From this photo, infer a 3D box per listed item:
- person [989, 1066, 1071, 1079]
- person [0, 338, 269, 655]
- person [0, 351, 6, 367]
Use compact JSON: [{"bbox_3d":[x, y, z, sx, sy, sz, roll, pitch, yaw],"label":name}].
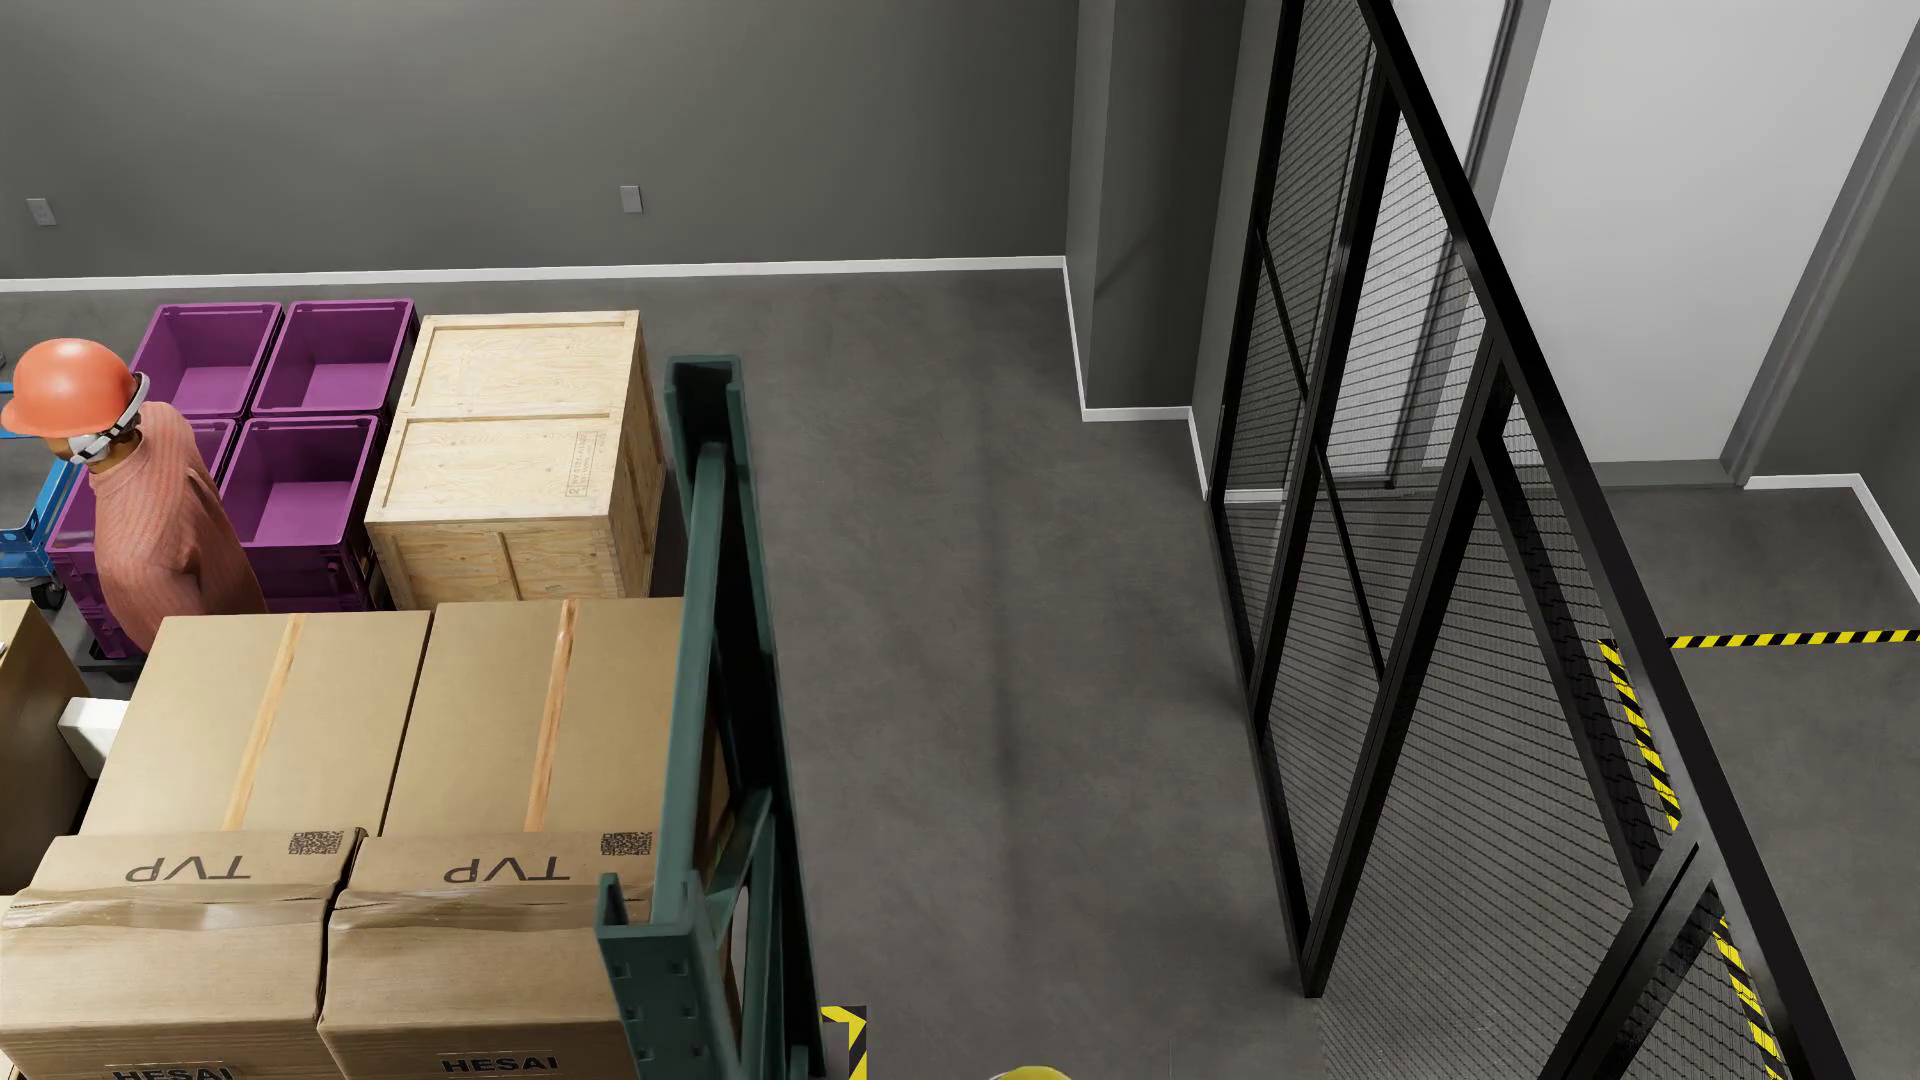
[{"bbox_3d":[0.128,1.556,3.340,0.595,1.837,0.404,-11,47,-10],"label":"person"},{"bbox_3d":[-2.037,0.252,4.478,0.376,1.995,0.612,-12,48,-11],"label":"person"},{"bbox_3d":[-4.023,-1.273,5.972,0.353,1.937,0.635,-3,46,-3],"label":"person"}]
